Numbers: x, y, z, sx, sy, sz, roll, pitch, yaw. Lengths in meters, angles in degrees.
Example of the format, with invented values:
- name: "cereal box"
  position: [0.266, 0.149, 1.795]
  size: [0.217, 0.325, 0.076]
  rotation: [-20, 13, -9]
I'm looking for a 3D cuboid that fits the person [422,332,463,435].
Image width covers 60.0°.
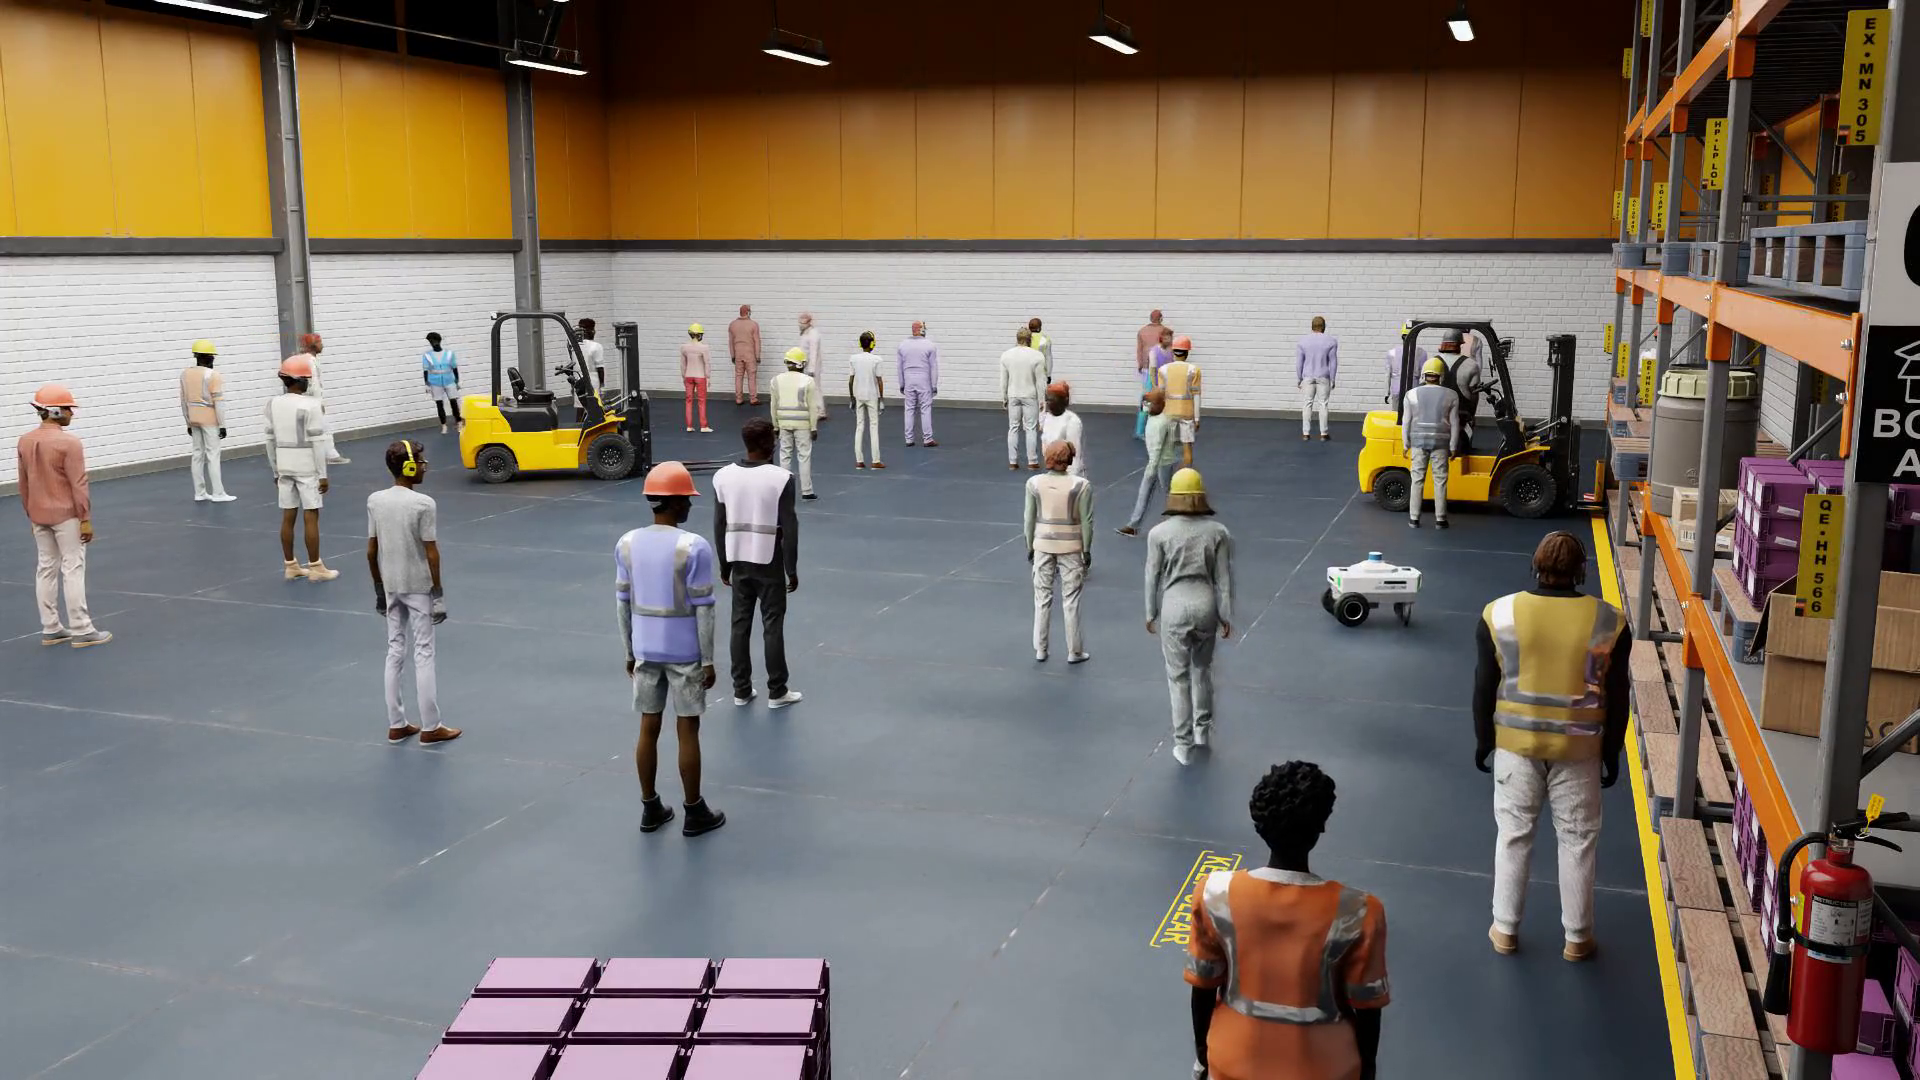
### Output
- name: "person"
  position: [-8.264, -2.491, 26.498]
  size: [0.572, 1.658, 0.411]
  rotation: [-3, 11, -19]

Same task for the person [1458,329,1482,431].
- name: "person"
  position: [8.158, -2.672, 27.039]
  size: [0.623, 1.841, 0.430]
  rotation: [4, 11, 20]

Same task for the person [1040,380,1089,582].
- name: "person"
  position: [0.950, -0.516, 14.855]
  size: [0.584, 1.846, 0.595]
  rotation: [-6, 12, -31]

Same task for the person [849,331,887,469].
- name: "person"
  position: [-1.261, -1.888, 22.534]
  size: [0.513, 1.872, 0.331]
  rotation: [4, 11, 20]

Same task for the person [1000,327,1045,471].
- name: "person"
  position: [0.841, -1.888, 22.349]
  size: [0.628, 1.936, 0.375]
  rotation: [4, 11, 20]

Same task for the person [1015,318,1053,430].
- name: "person"
  position: [1.221, -2.713, 27.260]
  size: [0.623, 1.844, 0.430]
  rotation: [4, 11, 20]

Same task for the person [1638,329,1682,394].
- name: "person"
  position: [9.713, -2.028, 23.143]
  size: [0.547, 1.934, 0.376]
  rotation: [4, 11, 20]

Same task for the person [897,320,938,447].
- name: "person"
  position: [-0.620, -2.348, 25.030]
  size: [0.642, 1.905, 0.399]
  rotation: [4, 11, 20]

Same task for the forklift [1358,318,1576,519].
- name: "forklift"
  position: [5.787, -1.437, 19.079]
  size: [2.313, 2.155, 1.214]
  rotation: [3, 11, 19]

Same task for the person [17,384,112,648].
- name: "person"
  position: [-6.802, -0.181, 12.577]
  size: [0.612, 1.991, 0.392]
  rotation: [4, 11, 20]

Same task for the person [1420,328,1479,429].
- name: "person"
  position: [5.950, -1.565, 20.231]
  size: [0.683, 2.000, 0.536]
  rotation: [4, 11, 20]

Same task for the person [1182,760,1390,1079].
- name: "person"
  position: [0.856, 1.415, 4.414]
  size: [0.536, 1.696, 0.322]
  rotation: [4, 11, 20]

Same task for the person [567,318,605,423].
- name: "person"
  position: [-5.493, -2.288, 24.518]
  size: [0.608, 1.963, 0.370]
  rotation: [4, 11, 20]

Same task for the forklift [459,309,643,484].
- name: "forklift"
  position: [-5.354, -1.902, 21.697]
  size: [2.313, 2.155, 1.214]
  rotation: [-2, 10, -13]

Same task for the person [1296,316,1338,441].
- name: "person"
  position: [5.522, -2.499, 25.792]
  size: [0.628, 1.936, 0.375]
  rotation: [4, 11, 20]

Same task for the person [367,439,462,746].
- name: "person"
  position: [-3.349, 0.320, 10.116]
  size: [0.513, 1.866, 0.331]
  rotation: [4, 11, 20]

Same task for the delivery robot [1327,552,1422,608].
- name: "delivery robot"
  position: [3.344, 0.340, 13.425]
  size: [0.707, 0.478, 0.477]
  rotation: [-1, 10, -3]

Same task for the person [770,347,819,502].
- name: "person"
  position: [-1.945, -1.359, 19.671]
  size: [0.591, 1.829, 0.404]
  rotation: [4, 11, 20]

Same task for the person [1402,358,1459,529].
- name: "person"
  position: [5.033, -1.032, 17.813]
  size: [0.591, 1.833, 0.404]
  rotation: [4, 11, 20]

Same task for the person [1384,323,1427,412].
- name: "person"
  position: [6.337, -2.121, 23.683]
  size: [0.589, 1.927, 0.388]
  rotation: [4, 11, 20]

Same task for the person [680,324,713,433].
- name: "person"
  position: [-4.269, -2.613, 26.918]
  size: [0.526, 1.765, 0.329]
  rotation: [4, 11, 20]

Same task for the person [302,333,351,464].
- name: "person"
  position: [-8.970, -1.914, 22.792]
  size: [0.981, 1.839, 0.562]
  rotation: [-4, 11, -20]

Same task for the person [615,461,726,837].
- name: "person"
  position: [-1.491, 0.560, 8.563]
  size: [0.547, 1.934, 0.376]
  rotation: [4, 11, 20]

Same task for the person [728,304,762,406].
- name: "person"
  position: [-4.049, -3.496, 31.487]
  size: [0.642, 1.909, 0.399]
  rotation: [4, 11, 20]

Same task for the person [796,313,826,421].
- name: "person"
  position: [-2.560, -2.964, 28.598]
  size: [0.594, 1.868, 0.663]
  rotation: [-6, 12, -31]

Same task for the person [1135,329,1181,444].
- name: "person"
  position: [3.045, -2.336, 25.360]
  size: [0.569, 1.761, 1.025]
  rotation: [-10, 14, -43]

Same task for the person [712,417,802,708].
- name: "person"
  position: [-1.336, 0.152, 10.914]
  size: [0.590, 1.917, 0.395]
  rotation: [4, 11, 20]

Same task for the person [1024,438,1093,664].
- name: "person"
  position: [0.712, 0.084, 12.073]
  size: [0.514, 1.641, 0.315]
  rotation: [4, 11, 20]

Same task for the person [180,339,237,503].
- name: "person"
  position: [-8.901, -1.399, 19.628]
  size: [0.589, 1.924, 0.384]
  rotation: [4, 11, 20]

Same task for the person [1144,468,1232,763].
- name: "person"
  position: [1.341, 0.439, 9.848]
  size: [0.500, 1.712, 0.547]
  rotation: [-1, 10, -7]

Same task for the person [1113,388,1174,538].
- name: "person"
  position: [1.995, -0.776, 17.070]
  size: [0.844, 1.574, 0.557]
  rotation: [-2, 10, -10]

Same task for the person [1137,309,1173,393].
- name: "person"
  position: [3.416, -3.066, 29.063]
  size: [0.642, 1.909, 0.399]
  rotation: [4, 11, 20]

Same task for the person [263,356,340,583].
- name: "person"
  position: [-5.937, -0.633, 14.975]
  size: [0.609, 2.044, 0.397]
  rotation: [4, 11, 20]

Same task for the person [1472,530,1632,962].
- name: "person"
  position: [2.497, 0.872, 7.071]
  size: [0.623, 1.844, 0.430]
  rotation: [4, 11, 20]

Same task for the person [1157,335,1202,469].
- name: "person"
  position: [2.679, -1.530, 20.326]
  size: [0.547, 1.938, 0.379]
  rotation: [4, 11, 20]
